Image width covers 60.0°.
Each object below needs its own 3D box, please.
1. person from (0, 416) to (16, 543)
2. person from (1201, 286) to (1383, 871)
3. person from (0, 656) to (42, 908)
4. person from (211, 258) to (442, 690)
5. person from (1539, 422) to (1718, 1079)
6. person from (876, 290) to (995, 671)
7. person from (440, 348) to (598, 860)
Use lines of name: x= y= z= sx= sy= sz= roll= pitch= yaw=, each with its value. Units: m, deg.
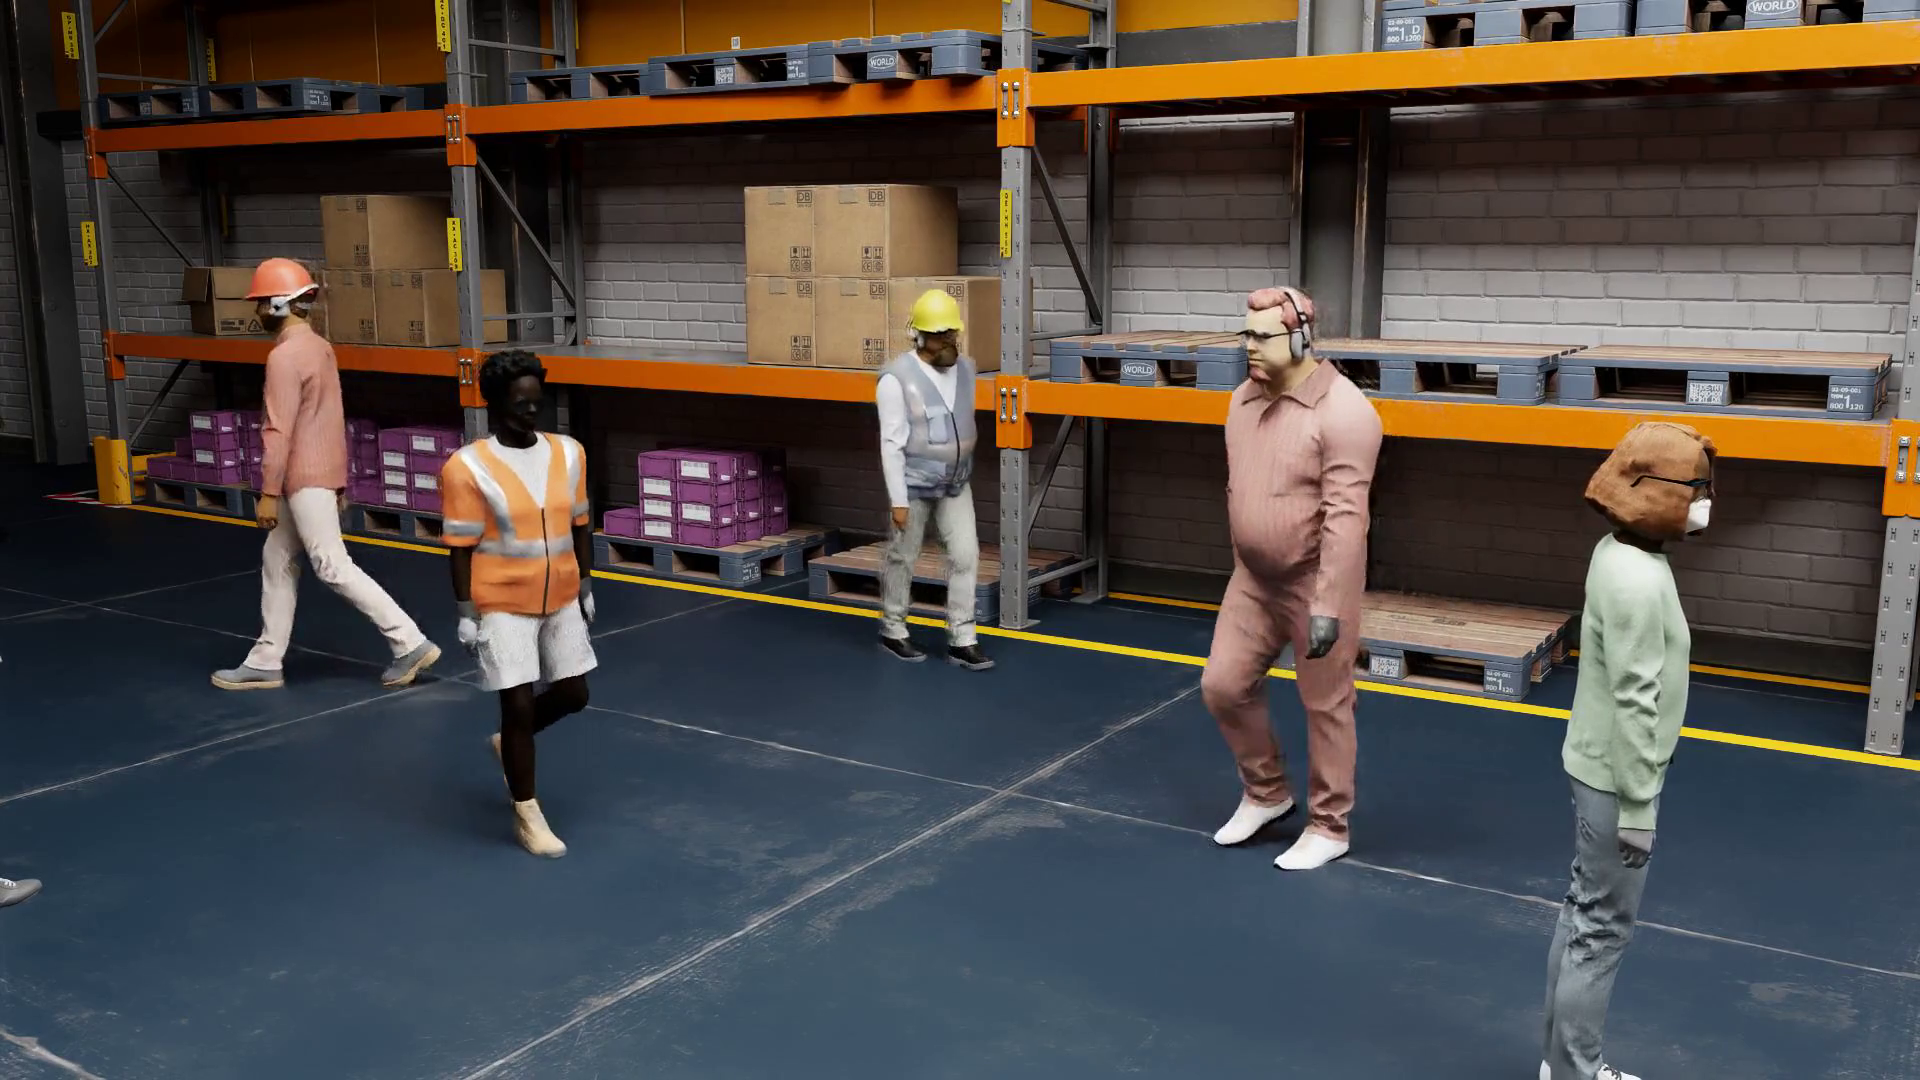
person: x=-6.516 y=-0.874 z=10.834 sx=0.402 sy=1.928 sz=0.559 roll=3 pitch=11 yaw=18
person: x=1.063 y=0.141 z=5.309 sx=0.495 sy=1.881 sz=0.653 roll=-7 pitch=12 yaw=-34
person: x=-3.122 y=0.223 z=4.934 sx=0.570 sy=1.843 sz=0.372 roll=3 pitch=11 yaw=19
person: x=-2.856 y=-0.275 z=7.418 sx=0.991 sy=1.957 sz=0.611 roll=-1 pitch=10 yaw=-8
person: x=1.496 y=0.547 z=3.728 sx=0.277 sy=1.631 sz=0.507 roll=3 pitch=11 yaw=17
person: x=-0.130 y=-0.266 z=7.782 sx=0.611 sy=1.790 sz=0.783 roll=-8 pitch=13 yaw=-37
person: x=-1.483 y=0.196 z=5.536 sx=0.526 sy=1.676 sz=0.540 roll=10 pitch=14 yaw=44
